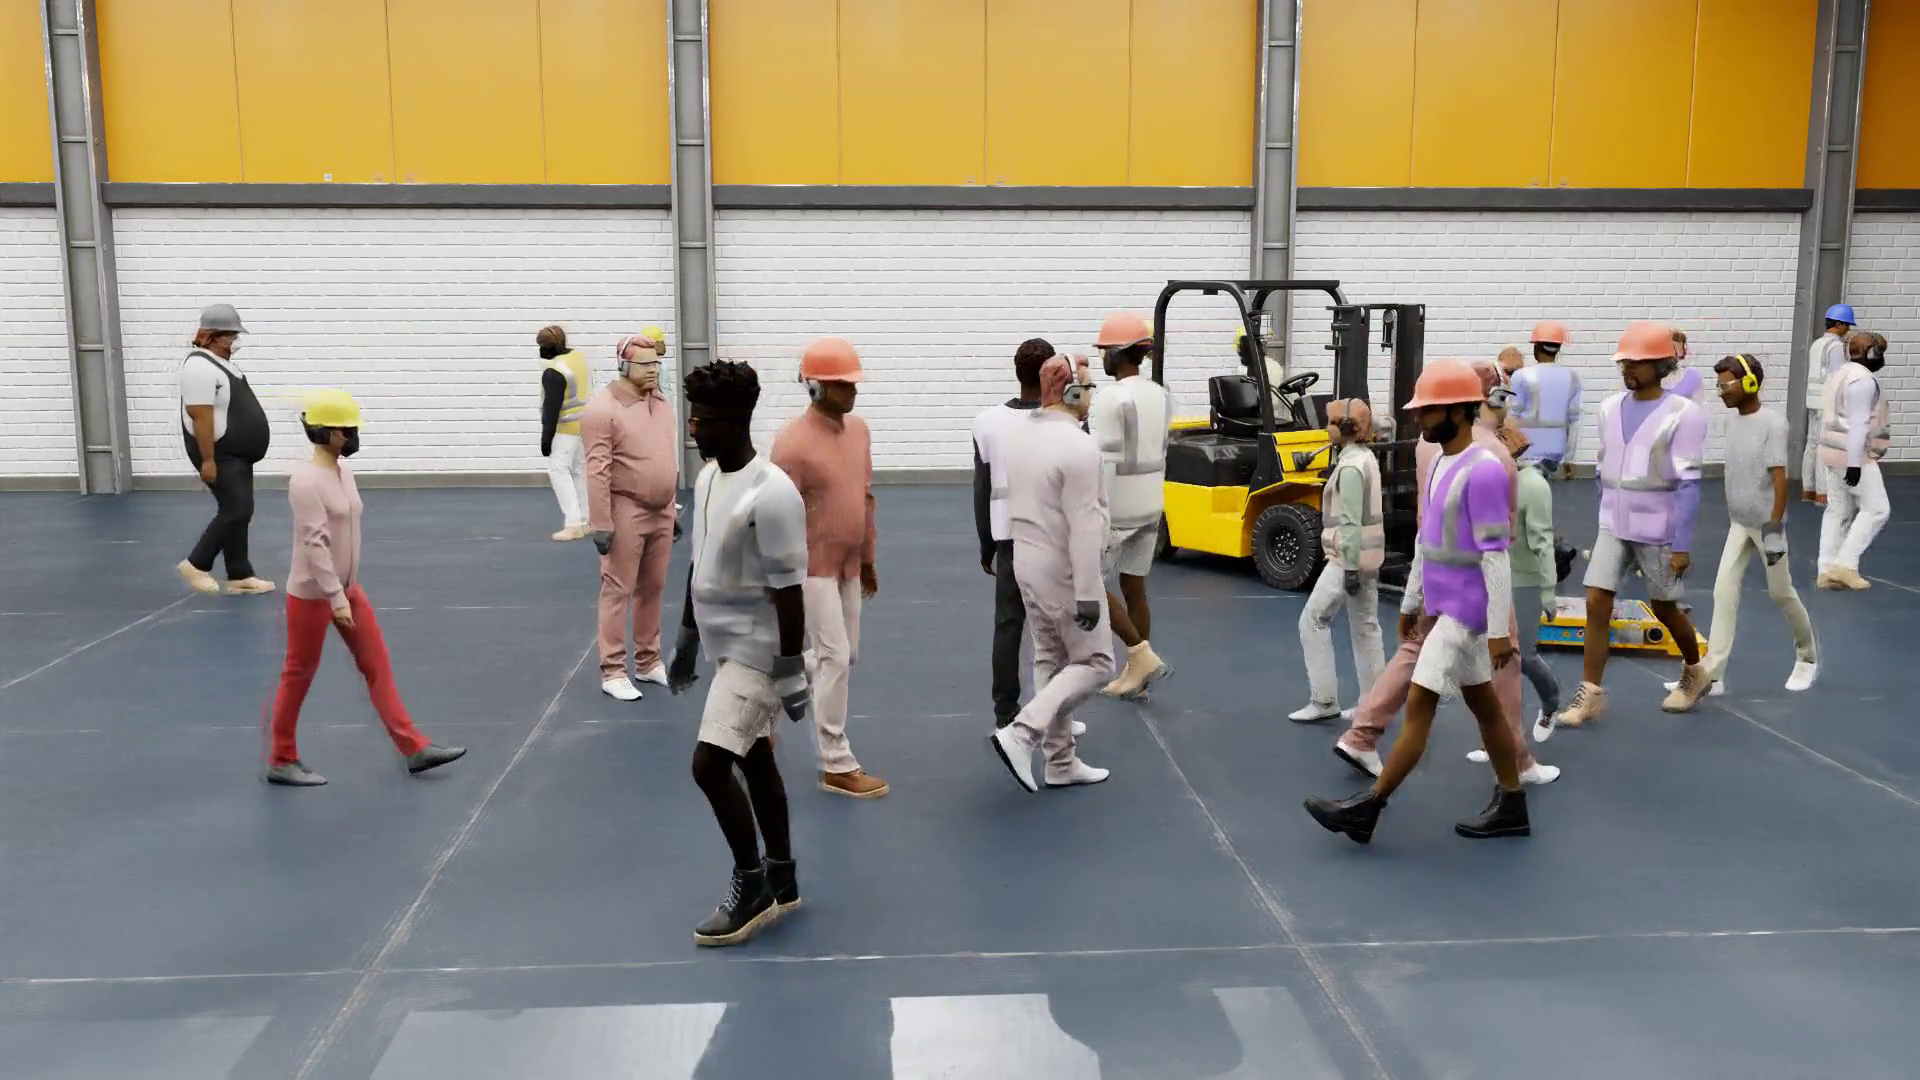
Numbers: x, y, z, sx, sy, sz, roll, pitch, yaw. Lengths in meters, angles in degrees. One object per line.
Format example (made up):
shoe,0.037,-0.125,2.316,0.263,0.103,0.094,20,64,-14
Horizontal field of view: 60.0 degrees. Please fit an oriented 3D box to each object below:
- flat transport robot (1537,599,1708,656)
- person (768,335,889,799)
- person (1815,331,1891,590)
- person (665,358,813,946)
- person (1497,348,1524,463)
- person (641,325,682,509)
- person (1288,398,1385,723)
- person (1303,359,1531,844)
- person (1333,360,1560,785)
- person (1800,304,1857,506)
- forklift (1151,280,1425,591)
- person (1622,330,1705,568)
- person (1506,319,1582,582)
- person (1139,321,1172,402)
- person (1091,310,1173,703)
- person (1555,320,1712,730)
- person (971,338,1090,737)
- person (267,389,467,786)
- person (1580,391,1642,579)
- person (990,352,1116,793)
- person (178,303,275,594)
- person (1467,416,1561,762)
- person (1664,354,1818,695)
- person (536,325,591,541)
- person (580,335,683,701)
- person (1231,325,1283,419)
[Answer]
flat transport robot,3.663,0.496,9.982,1.431,0.197,0.652,2,9,13
person,-0.672,0.102,7.147,0.792,1.966,0.622,5,10,29
person,6.298,-0.547,11.685,0.477,1.820,0.650,2,9,15
person,-0.778,0.370,5.559,0.596,1.942,0.608,-4,10,-26
person,4.546,-0.808,13.987,0.519,1.596,0.796,-1,9,-8
person,-2.884,-1.152,15.716,0.488,1.746,0.288,6,11,34
person,1.864,0.113,8.185,0.590,1.620,0.527,4,10,25
person,1.812,0.255,6.431,0.987,1.883,0.556,0,9,0
person,2.113,0.155,7.194,0.946,1.867,0.658,-3,9,-15
person,8.360,-1.300,16.012,0.386,1.948,0.601,1,9,5
forklift,2.301,-0.860,12.475,1.214,2.155,2.313,-6,11,-35
person,5.256,-0.673,12.519,0.601,1.799,0.831,2,9,14
person,4.259,-0.648,12.066,0.543,1.905,0.842,-3,9,-16
person,1.578,-0.923,14.005,0.403,1.833,0.591,-2,9,-15
person,0.846,-0.151,8.524,0.443,2.029,0.637,7,12,38
person,3.404,-0.080,8.206,1.004,2.006,0.619,-5,10,-30
person,0.345,0.011,7.873,0.593,1.920,0.391,3,10,21
person,-2.622,0.224,7.148,0.884,1.727,0.537,1,9,6
person,4.937,-0.557,12.207,0.555,1.658,0.812,-2,9,-13
person,0.397,0.157,7.021,0.537,1.891,0.665,-4,10,-25
person,-5.008,-0.611,11.396,0.538,2.000,0.703,-1,9,-9
person,2.568,0.209,7.629,0.571,1.596,0.562,-5,10,-27
person,4.243,-0.071,8.787,0.946,1.815,0.609,-2,9,-14
person,-3.319,-0.910,14.050,0.433,1.807,0.724,2,9,11
person,-1.685,-0.125,8.770,0.402,1.904,0.652,5,10,29
person,2.549,-0.922,14.100,0.570,1.799,0.634,8,12,43
